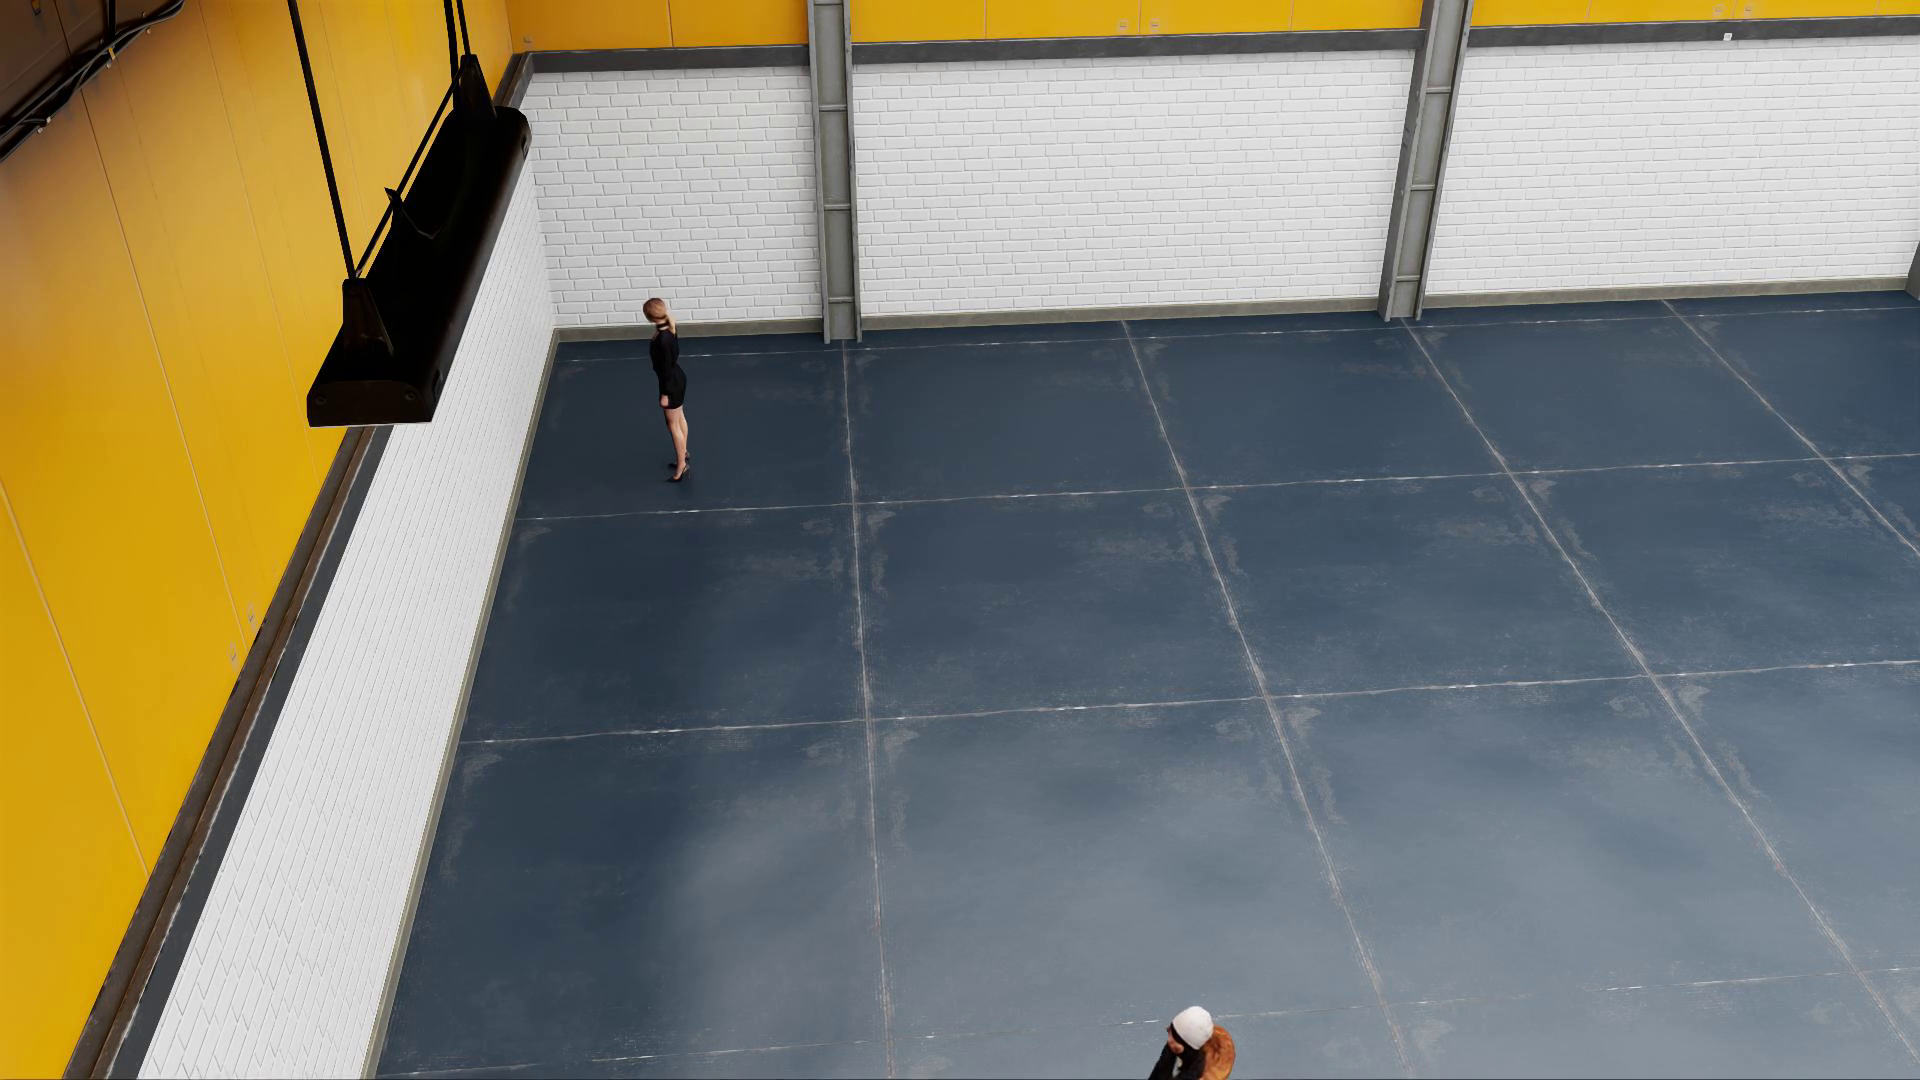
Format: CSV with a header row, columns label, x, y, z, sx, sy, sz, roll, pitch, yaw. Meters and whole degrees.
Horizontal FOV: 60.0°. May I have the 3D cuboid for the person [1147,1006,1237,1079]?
label,x,y,z,sx,sy,sz,roll,pitch,yaw
person,1.214,2.945,8.420,1.000,1.604,0.747,-9,35,-13

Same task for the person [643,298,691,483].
label,x,y,z,sx,sy,sz,roll,pitch,yaw
person,-2.572,-1.344,14.725,0.520,1.768,0.573,-2,34,-2
